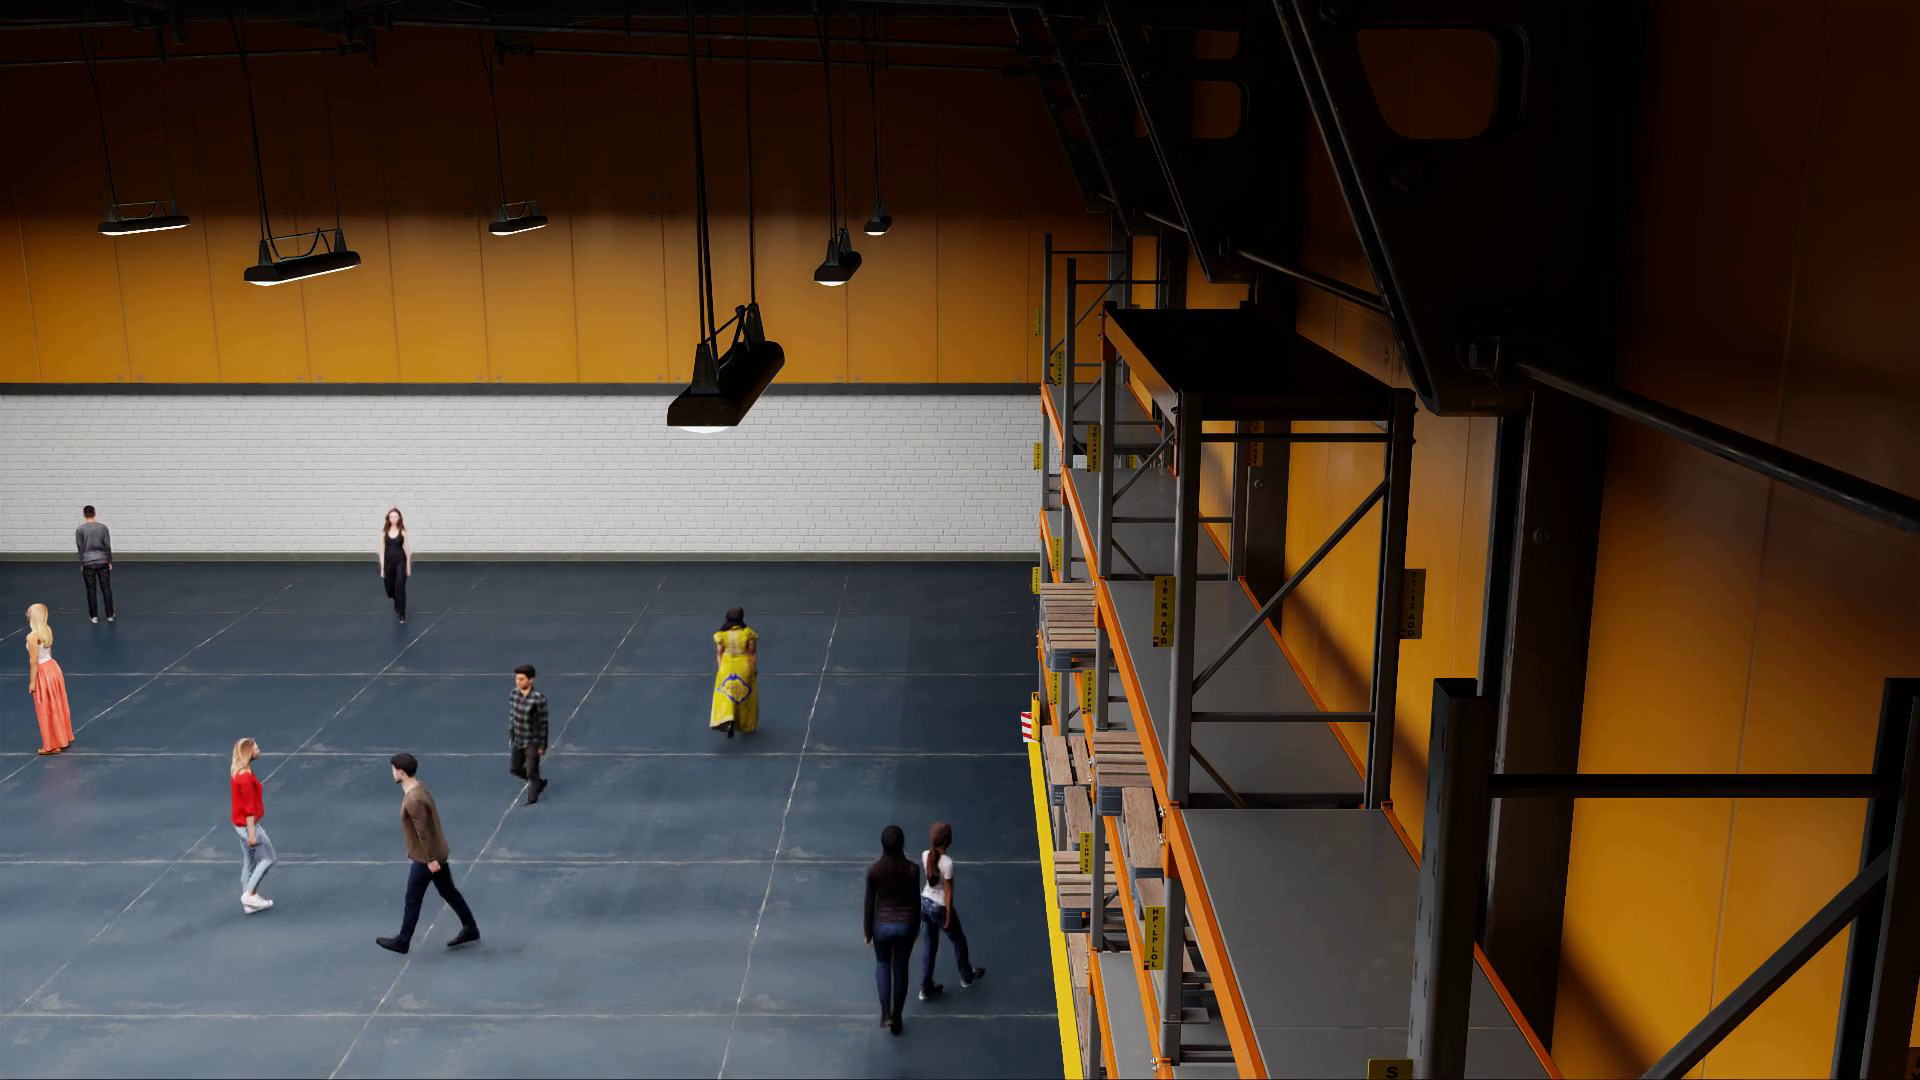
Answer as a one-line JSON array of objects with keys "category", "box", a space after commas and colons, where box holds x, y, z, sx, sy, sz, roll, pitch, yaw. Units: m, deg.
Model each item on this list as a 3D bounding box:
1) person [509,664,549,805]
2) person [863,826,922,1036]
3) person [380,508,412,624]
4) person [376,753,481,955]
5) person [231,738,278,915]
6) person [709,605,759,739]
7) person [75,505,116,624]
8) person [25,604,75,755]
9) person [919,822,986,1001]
[{"category": "person", "box": [-4.673, 2.141, 18.095, 0.867, 1.709, 0.919, 7, 15, 27]}, {"category": "person", "box": [-0.510, 3.163, 13.246, 0.619, 1.731, 0.708, 0, 14, -2]}, {"category": "person", "box": [-8.402, 0.364, 24.803, 0.685, 1.731, 0.878, -3, 14, -11]}, {"category": "person", "box": [-4.586, 2.771, 14.650, 0.897, 1.831, 1.115, -5, 14, -18]}, {"category": "person", "box": [-6.651, 2.667, 15.365, 0.796, 1.696, 0.703, -9, 16, -33]}, {"category": "person", "box": [-2.679, 1.609, 19.855, 0.801, 1.640, 1.104, -1, 14, -4]}, {"category": "person", "box": [-12.905, 0.347, 24.810, 0.692, 1.761, 0.708, -9, 16, -32]}, {"category": "person", "box": [-10.714, 1.615, 19.491, 0.696, 1.800, 0.527, -1, 14, -4]}, {"category": "person", "box": [-0.226, 3.101, 13.895, 0.866, 1.544, 0.937, 13, 18, 42]}]
